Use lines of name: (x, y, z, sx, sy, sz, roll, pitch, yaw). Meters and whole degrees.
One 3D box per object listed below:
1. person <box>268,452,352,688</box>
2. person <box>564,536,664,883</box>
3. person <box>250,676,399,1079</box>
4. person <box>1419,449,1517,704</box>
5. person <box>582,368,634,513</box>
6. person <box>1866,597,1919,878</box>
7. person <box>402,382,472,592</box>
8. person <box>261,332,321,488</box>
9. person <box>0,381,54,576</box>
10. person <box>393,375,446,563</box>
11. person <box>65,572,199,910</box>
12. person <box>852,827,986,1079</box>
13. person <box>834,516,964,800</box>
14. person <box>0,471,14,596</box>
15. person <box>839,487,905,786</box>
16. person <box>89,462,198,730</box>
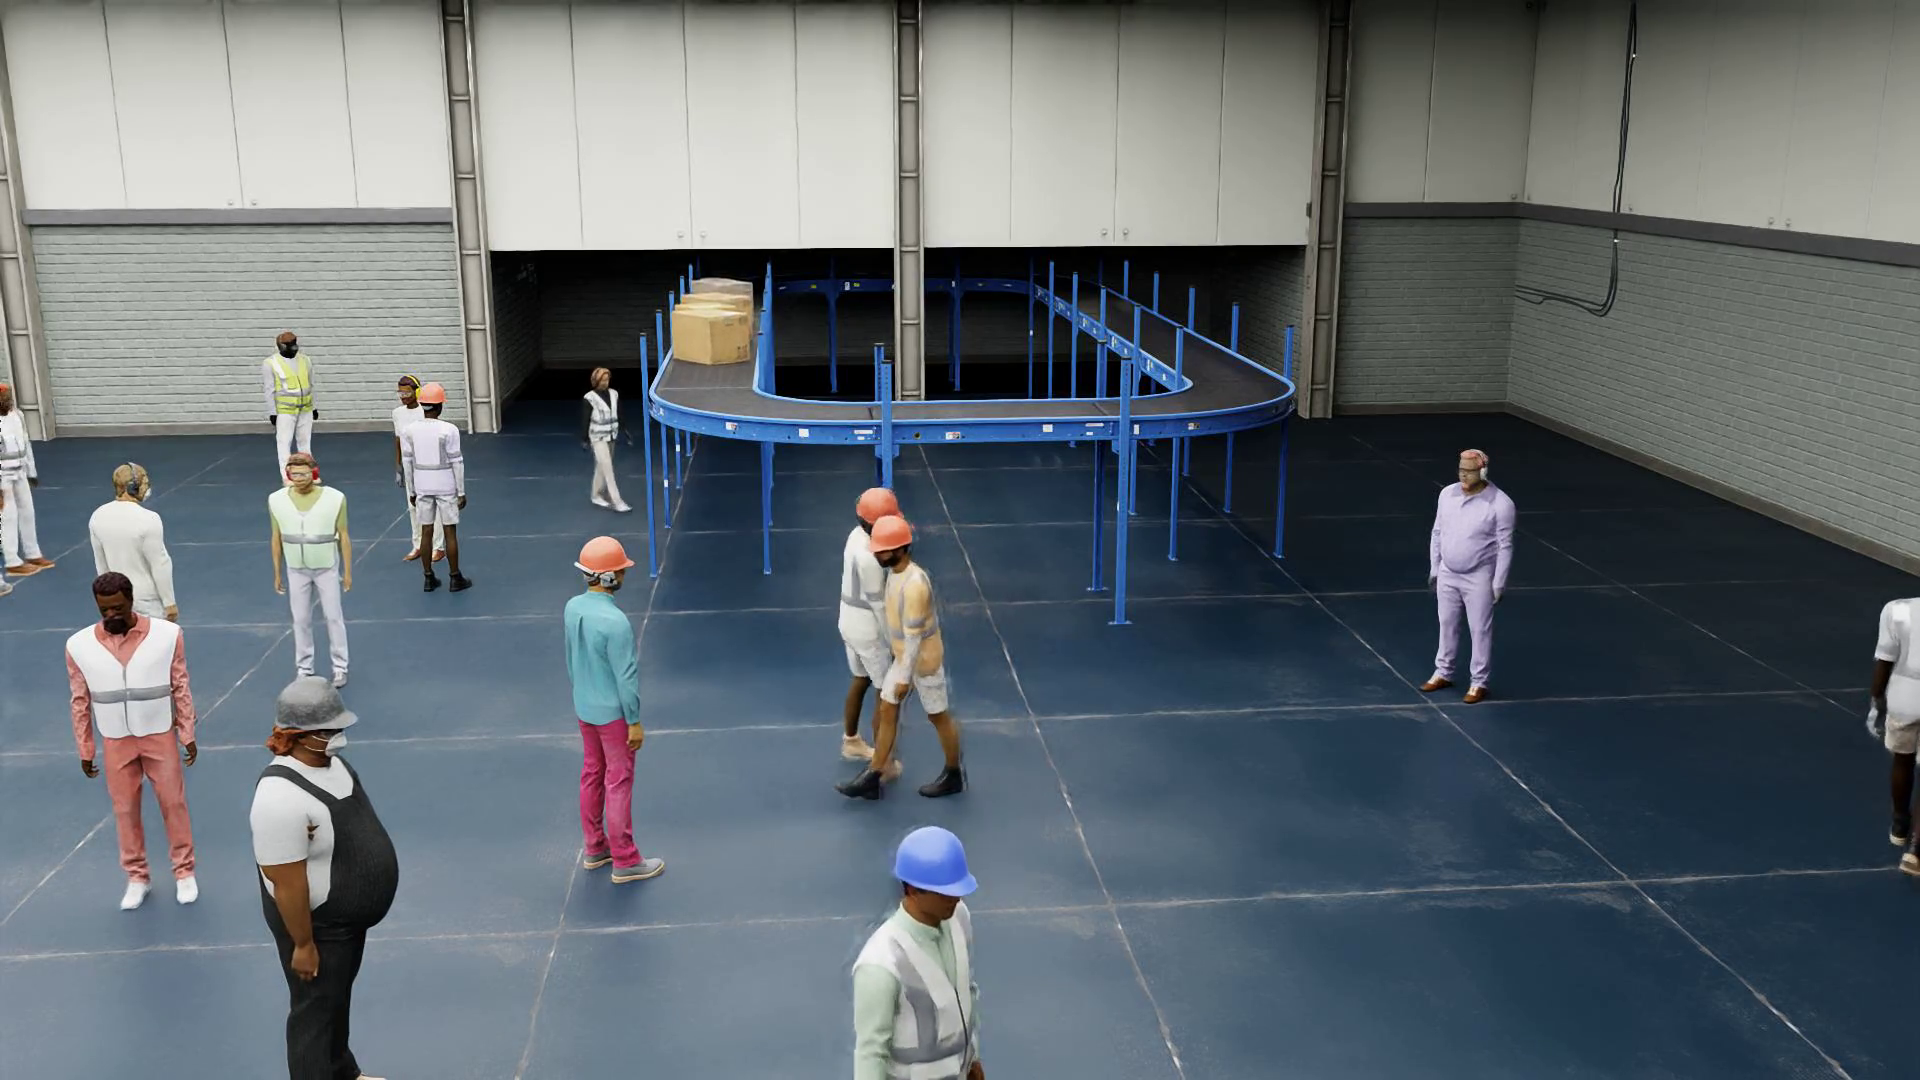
person: (-4.927, 0.224, 12.673, 0.576, 1.837, 0.389, -2, 14, -7)
person: (-1.989, 0.955, 9.429, 0.376, 1.995, 0.608, -13, 19, -42)
person: (-2.636, 1.537, 7.005, 0.535, 2.000, 0.688, -1, 14, -6)
person: (3.764, 0.262, 12.380, 0.403, 1.906, 0.652, -12, 18, -40)
person: (-3.924, -1.116, 18.496, 0.671, 1.613, 0.526, 8, 16, 30)
person: (5.574, 0.957, 9.571, 0.610, 1.930, 0.956, 9, 17, 32)
person: (-4.804, -0.481, 15.287, 0.549, 1.936, 0.376, 2, 14, 7)
person: (-7.914, -1.549, 19.751, 0.429, 1.845, 0.633, 10, 17, 36)
person: (-9.037, -0.591, 15.847, 0.415, 1.878, 0.601, 3, 14, 10)
person: (-5.307, -0.690, 16.297, 0.504, 1.861, 0.329, 4, 14, 14)
person: (-4.511, 1.082, 9.107, 0.600, 1.907, 0.410, -5, 15, -20)
person: (-0.113, 1.895, 5.800, 0.427, 1.935, 0.610, 7, 16, 25)
person: (-0.369, 0.763, 10.425, 0.918, 1.878, 0.541, -6, 15, -23)
person: (-8.990, -0.442, 15.045, 0.636, 1.984, 0.430, -3, 14, -11)
person: (-0.560, 0.601, 10.853, 0.449, 1.987, 0.649, -4, 15, -16)
person: (-5.778, 0.412, 11.725, 0.627, 1.934, 0.370, 6, 15, 21)
